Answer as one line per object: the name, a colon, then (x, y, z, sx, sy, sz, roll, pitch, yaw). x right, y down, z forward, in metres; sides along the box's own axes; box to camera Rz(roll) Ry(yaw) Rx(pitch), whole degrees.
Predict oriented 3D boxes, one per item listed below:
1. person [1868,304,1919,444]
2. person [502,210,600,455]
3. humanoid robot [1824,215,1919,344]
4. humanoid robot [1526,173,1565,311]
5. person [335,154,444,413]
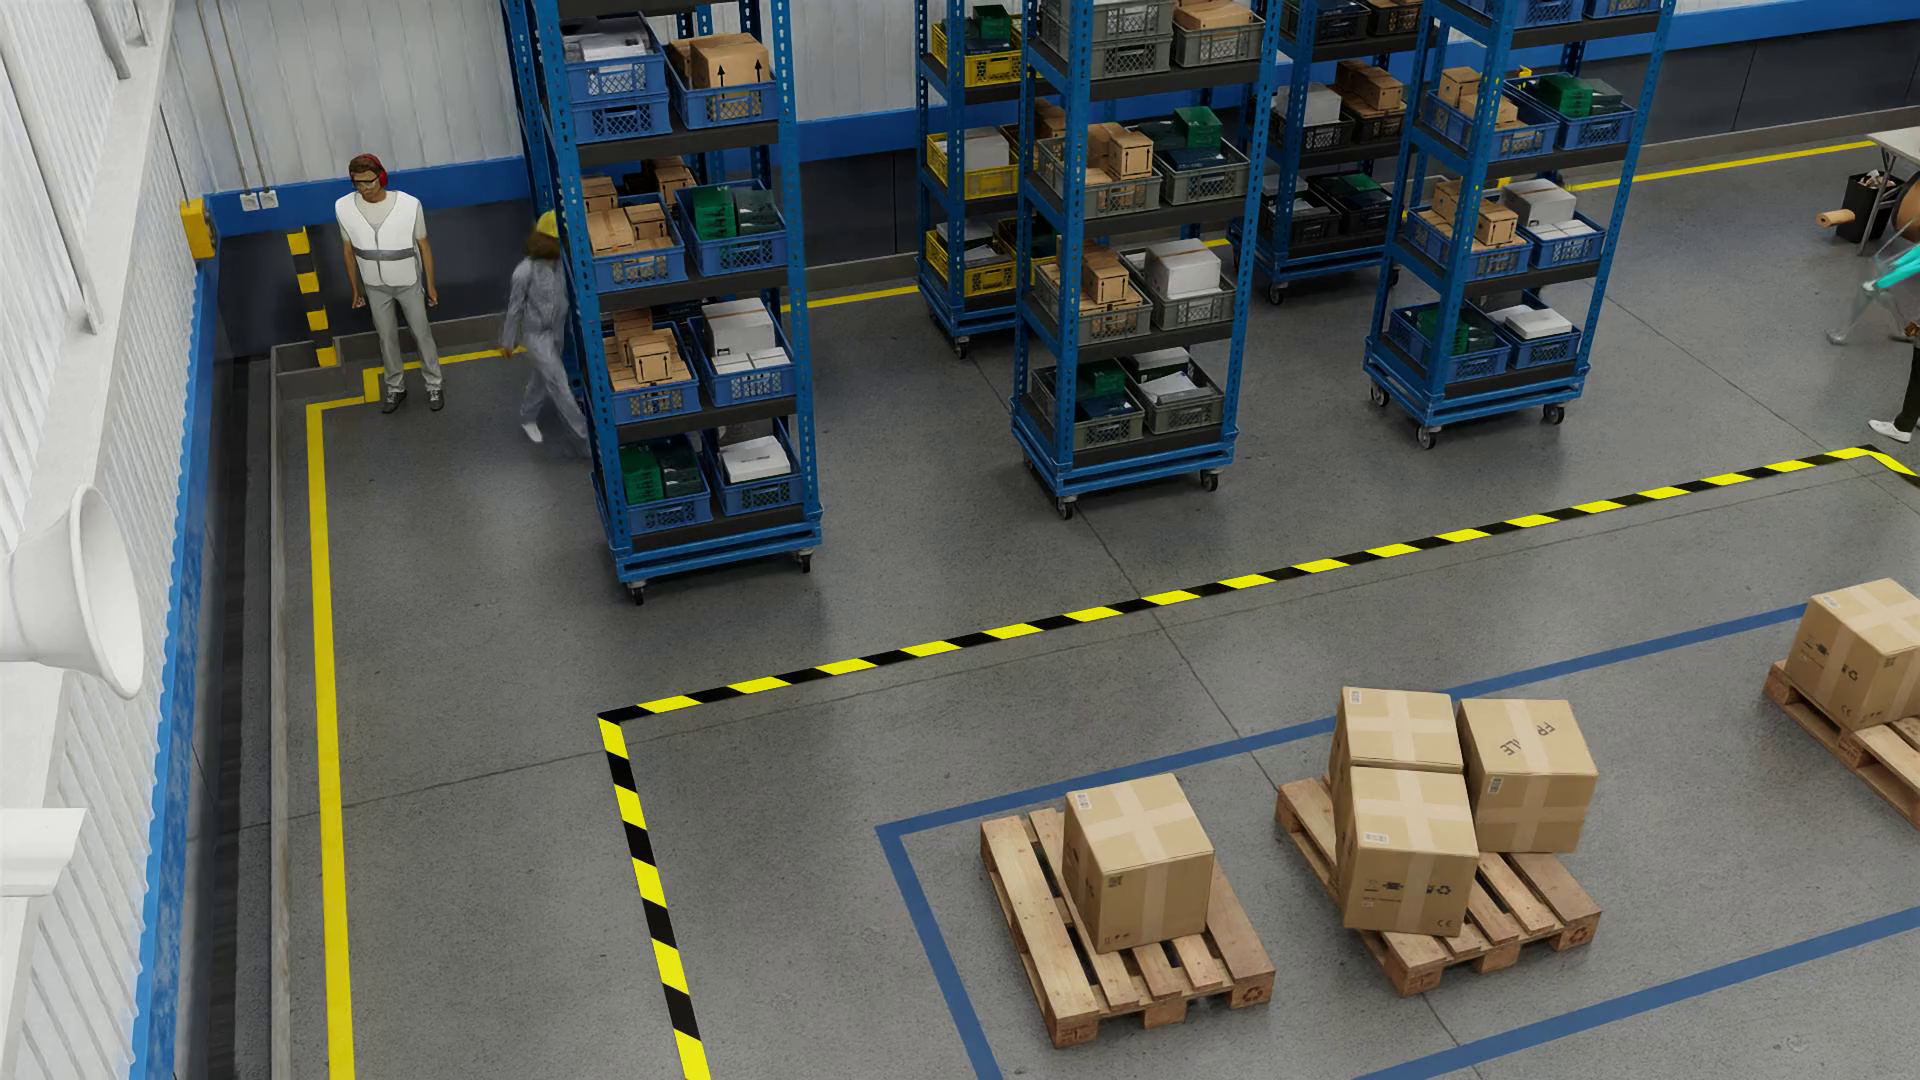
person: (6.413, -1.490, 10.796, 0.587, 1.851, 0.387, -12, 37, -16)
person: (-2.637, -1.311, 10.686, 0.875, 1.671, 0.544, 18, 39, 24)
humanoid robot: (6.714, -2.123, 11.835, 0.955, 1.796, 0.575, 6, 36, 8)
humanoid robot: (4.005, -1.998, 11.666, 0.613, 1.634, 0.377, -22, 41, -28)
person: (-3.787, -1.718, 11.123, 0.568, 1.842, 0.372, -3, 35, -4)
